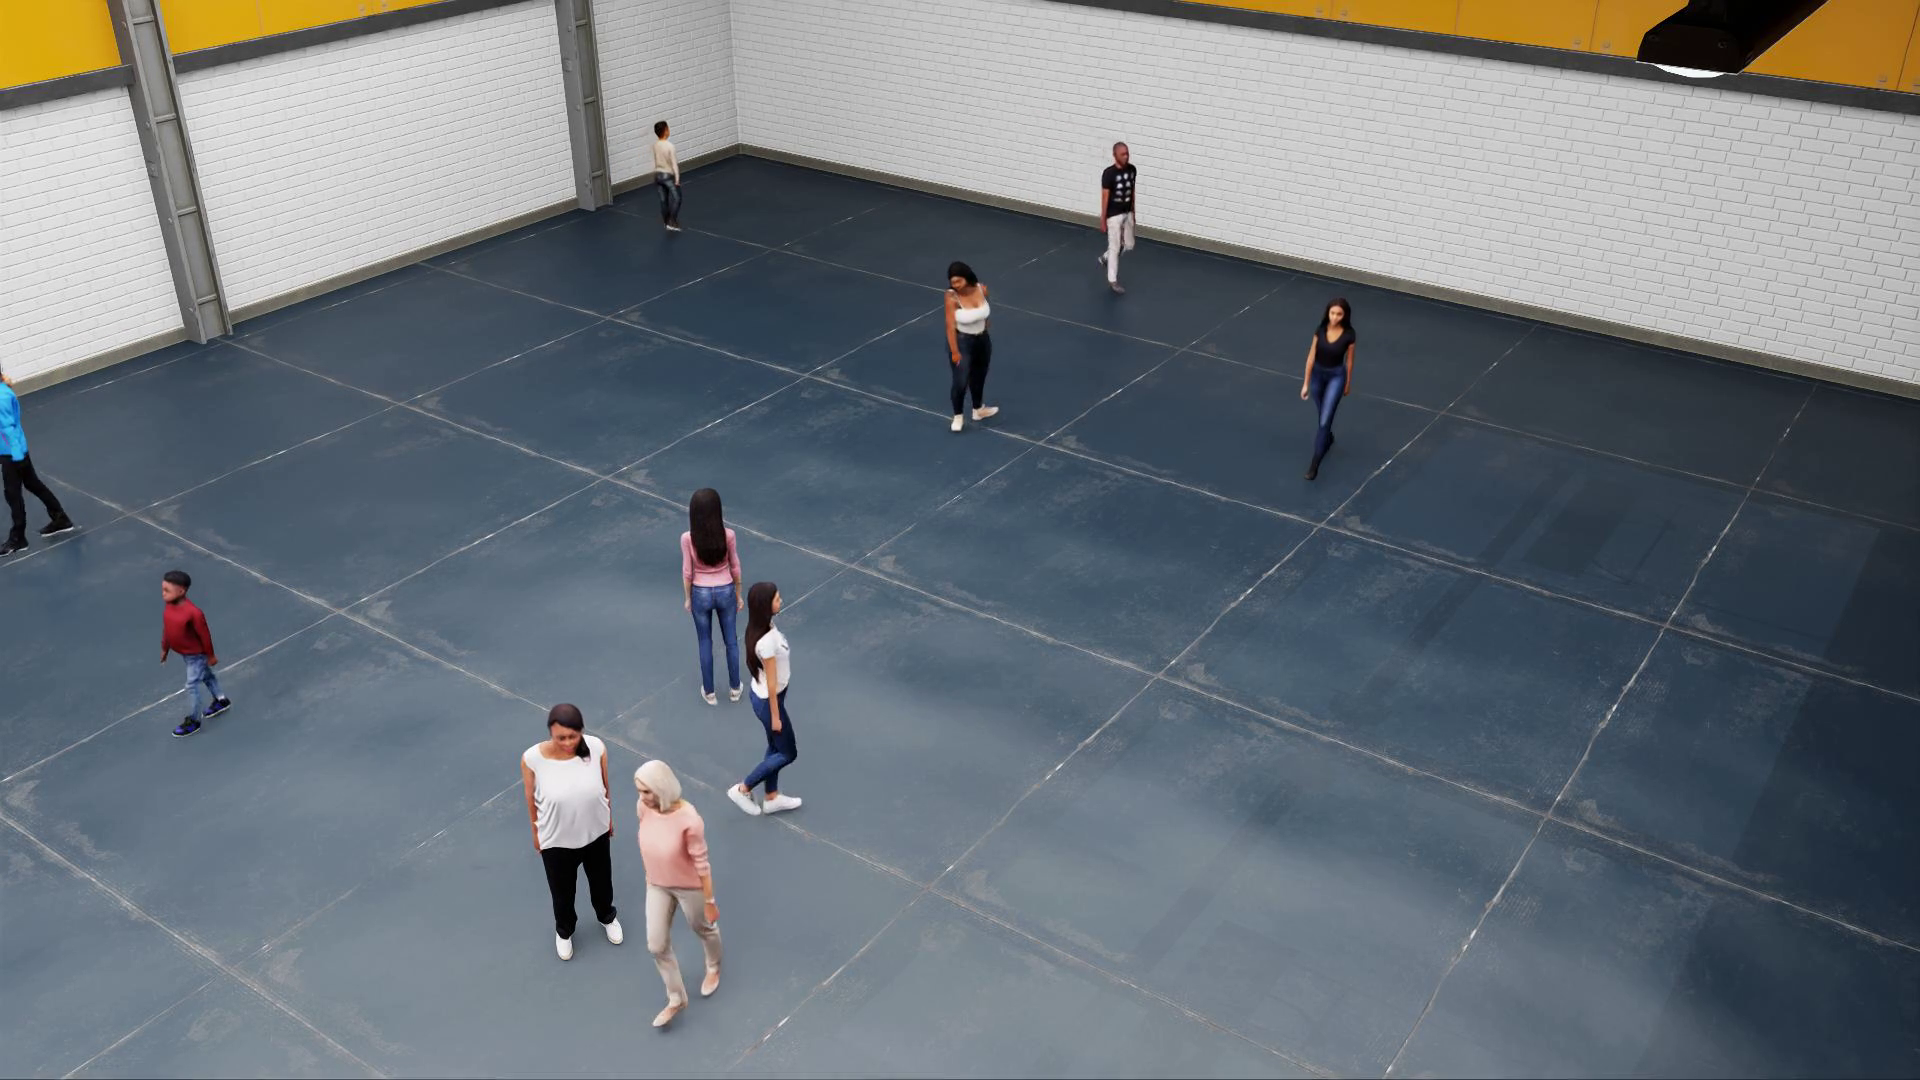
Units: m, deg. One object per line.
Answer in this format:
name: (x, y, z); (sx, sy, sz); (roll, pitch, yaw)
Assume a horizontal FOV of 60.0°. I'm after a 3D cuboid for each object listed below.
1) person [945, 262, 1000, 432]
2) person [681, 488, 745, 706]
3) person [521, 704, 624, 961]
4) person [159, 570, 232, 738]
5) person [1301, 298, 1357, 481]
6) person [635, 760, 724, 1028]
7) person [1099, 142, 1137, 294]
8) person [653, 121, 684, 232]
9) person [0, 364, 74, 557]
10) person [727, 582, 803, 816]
person: (0.105, -1.946, 16.382); (0.976, 1.776, 0.716); (24, 37, 37)
person: (-1.800, 0.406, 12.107); (0.643, 1.742, 0.712); (-6, 29, -11)
person: (-2.267, 1.691, 9.805); (0.718, 1.690, 0.818); (-12, 31, -20)
person: (-5.489, 0.749, 12.003); (0.506, 1.240, 0.723); (20, 34, 32)
person: (3.472, -1.483, 15.632); (0.628, 1.682, 1.236); (14, 32, 25)
person: (-1.561, 1.896, 9.425); (0.806, 1.694, 0.896); (11, 30, 19)
person: (1.844, -3.896, 19.940); (0.877, 1.793, 0.879); (-19, 34, -30)
person: (-3.901, -4.759, 21.873); (0.613, 1.457, 0.636); (13, 31, 23)
person: (-8.031, -0.774, 14.225); (0.984, 1.784, 0.806); (-19, 34, -31)
person: (-1.324, 1.085, 10.841); (0.871, 1.761, 0.809); (-6, 29, -10)
